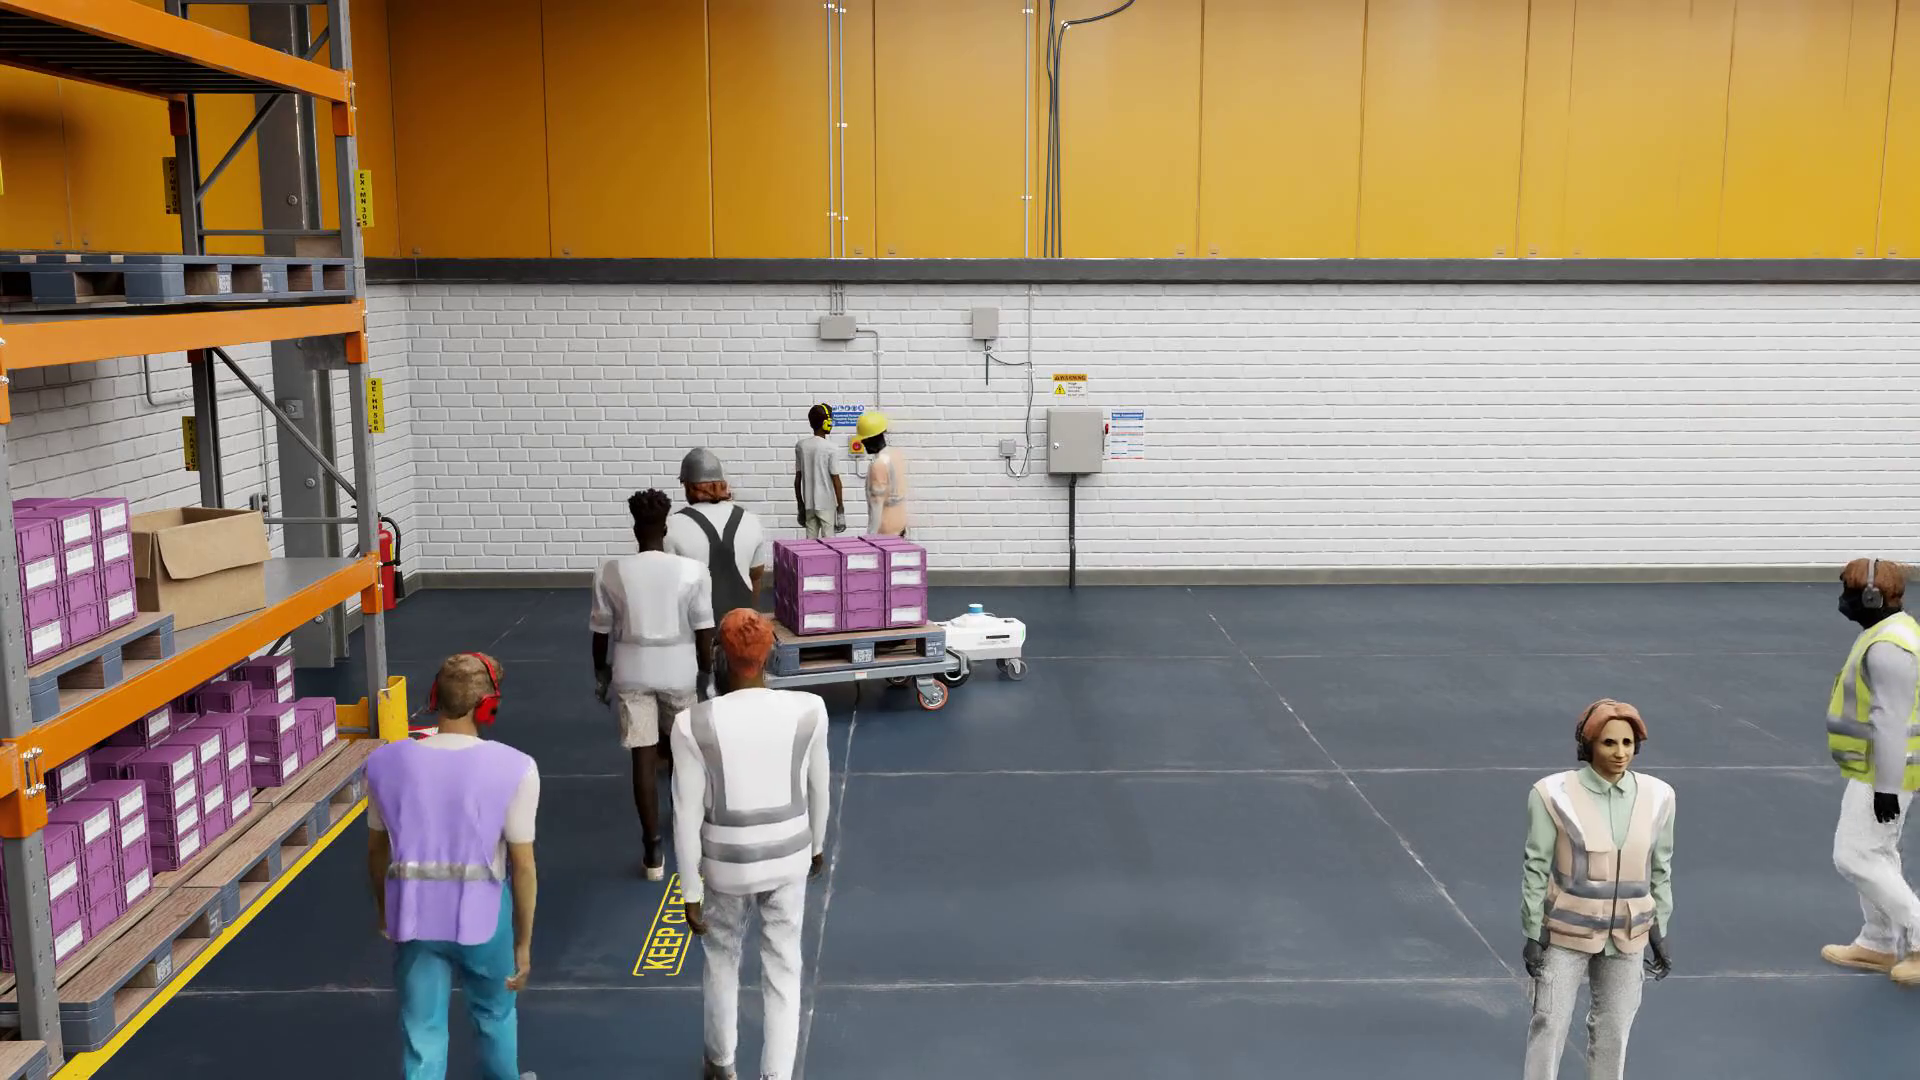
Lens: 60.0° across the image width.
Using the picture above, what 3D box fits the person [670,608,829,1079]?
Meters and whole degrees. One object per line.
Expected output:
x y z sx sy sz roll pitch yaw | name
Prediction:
-0.755 1.143 5.976 0.579 1.850 0.834 -3 10 -15 | person

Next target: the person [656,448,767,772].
-1.527 0.433 9.772 0.708 2.000 0.995 -6 11 -34 | person

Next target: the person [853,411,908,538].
-0.643 -0.124 13.654 0.422 1.883 0.651 1 9 8 | person

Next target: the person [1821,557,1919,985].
3.963 0.987 7.075 0.524 1.817 0.646 5 11 29 | person

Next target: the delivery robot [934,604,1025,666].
0.117 0.717 12.285 0.707 0.478 0.477 -3 10 -16 | delivery robot

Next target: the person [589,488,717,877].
-1.583 0.684 8.597 0.623 1.911 0.987 -2 9 -12 | person

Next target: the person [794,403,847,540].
-1.208 -0.261 14.546 0.532 1.871 0.319 6 11 34 | person

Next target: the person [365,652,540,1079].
-1.647 1.249 5.511 0.597 1.787 0.934 -1 9 -5 | person

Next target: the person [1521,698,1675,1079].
2.106 1.325 5.522 0.514 1.641 0.309 -1 9 -5 | person
